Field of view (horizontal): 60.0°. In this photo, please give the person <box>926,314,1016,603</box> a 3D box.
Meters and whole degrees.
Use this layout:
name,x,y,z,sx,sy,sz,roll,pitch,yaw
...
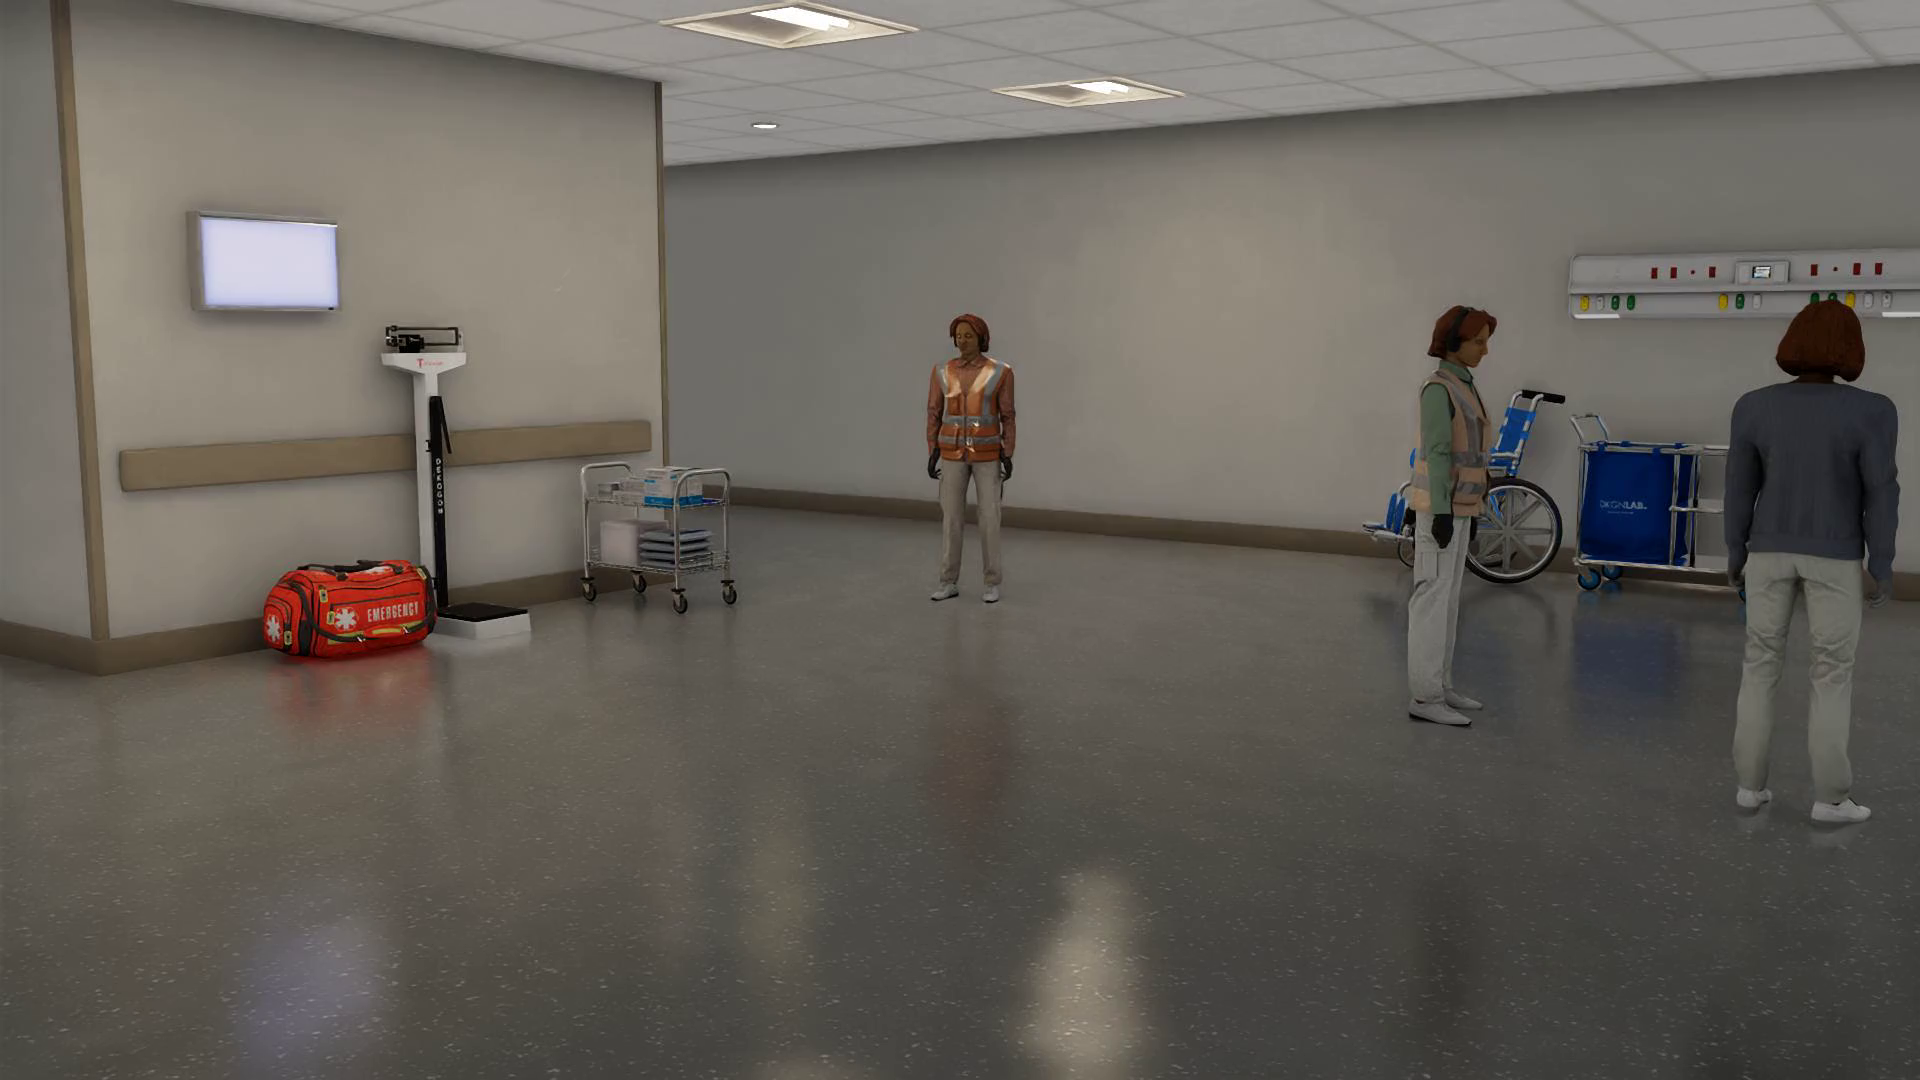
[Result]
name,x,y,z,sx,sy,sz,roll,pitch,yaw
person,0.062,-0.459,9.450,0.523,1.638,0.310,2,7,16

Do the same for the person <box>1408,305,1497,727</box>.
name,x,y,z,sx,sy,sz,roll,pitch,yaw
person,1.936,-0.103,6.581,0.310,1.640,0.514,4,8,27

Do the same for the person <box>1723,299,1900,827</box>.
name,x,y,z,sx,sy,sz,roll,pitch,yaw
person,2.653,0.070,5.210,0.266,1.631,0.507,-7,10,-43
